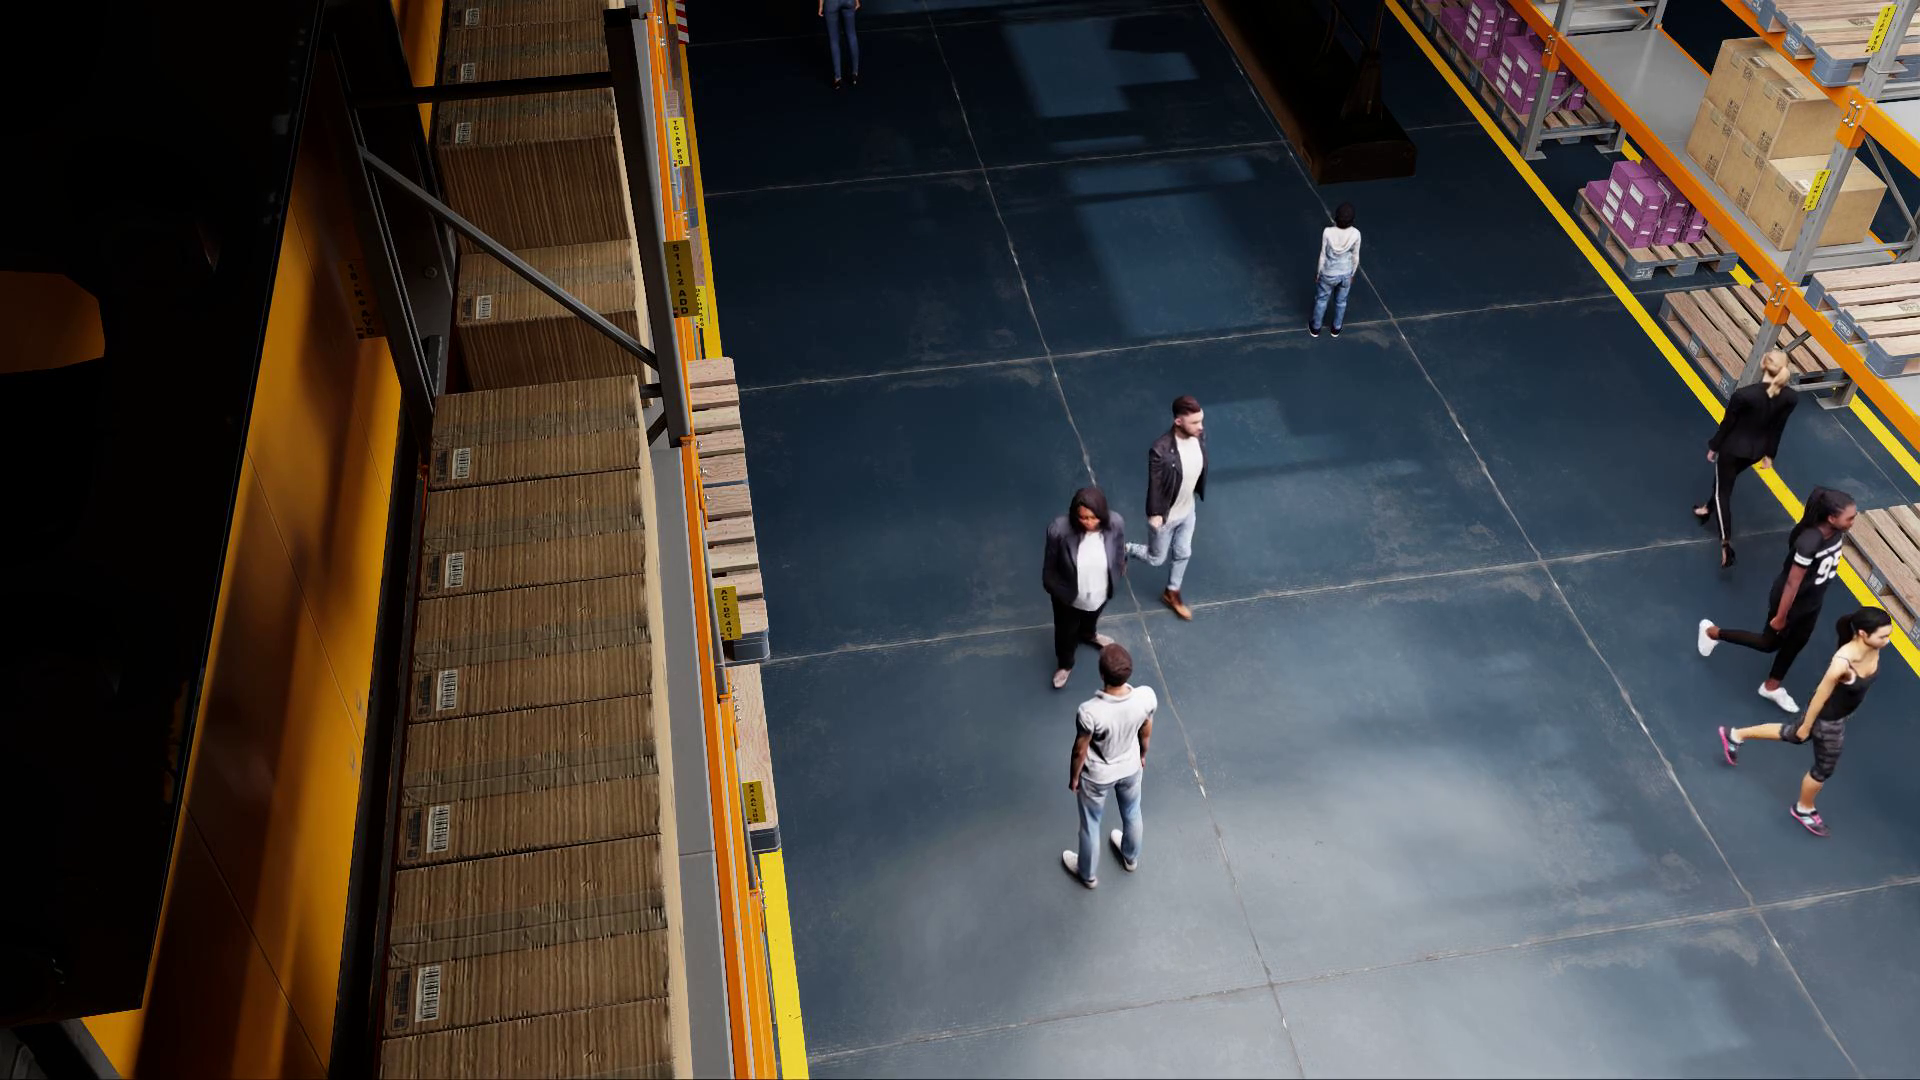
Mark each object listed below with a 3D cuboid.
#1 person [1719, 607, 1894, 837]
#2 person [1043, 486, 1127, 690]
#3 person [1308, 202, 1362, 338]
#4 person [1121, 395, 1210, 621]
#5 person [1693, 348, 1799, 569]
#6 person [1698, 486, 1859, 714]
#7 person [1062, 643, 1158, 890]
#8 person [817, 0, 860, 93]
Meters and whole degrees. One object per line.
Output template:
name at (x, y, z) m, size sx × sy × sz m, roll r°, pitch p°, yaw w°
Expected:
person at (5.099, 0.980, 9.957) m, size 0.924 × 1.697 × 1.154 m, roll -30°, pitch 51°, yaw -28°
person at (0.817, 0.241, 10.818) m, size 0.719 × 1.578 × 0.724 m, roll -16°, pitch 46°, yaw -16°
person at (3.079, -2.214, 13.625) m, size 0.528 × 1.261 × 0.554 m, roll 3°, pitch 44°, yaw 3°
person at (1.362, -0.258, 11.167) m, size 0.917 × 1.821 × 1.064 m, roll -30°, pitch 51°, yaw -27°
person at (5.451, -0.539, 11.569) m, size 0.739 × 1.673 × 1.096 m, roll -1°, pitch 44°, yaw -1°
person at (5.253, 0.347, 10.610) m, size 0.908 × 1.713 × 1.101 m, roll -29°, pitch 51°, yaw -27°
person at (0.864, 1.308, 9.503) m, size 0.690 × 1.848 × 0.629 m, roll -17°, pitch 46°, yaw -17°
person at (-1.208, -5.329, 16.508) m, size 0.652 × 1.794 × 0.609 m, roll -19°, pitch 47°, yaw -19°
